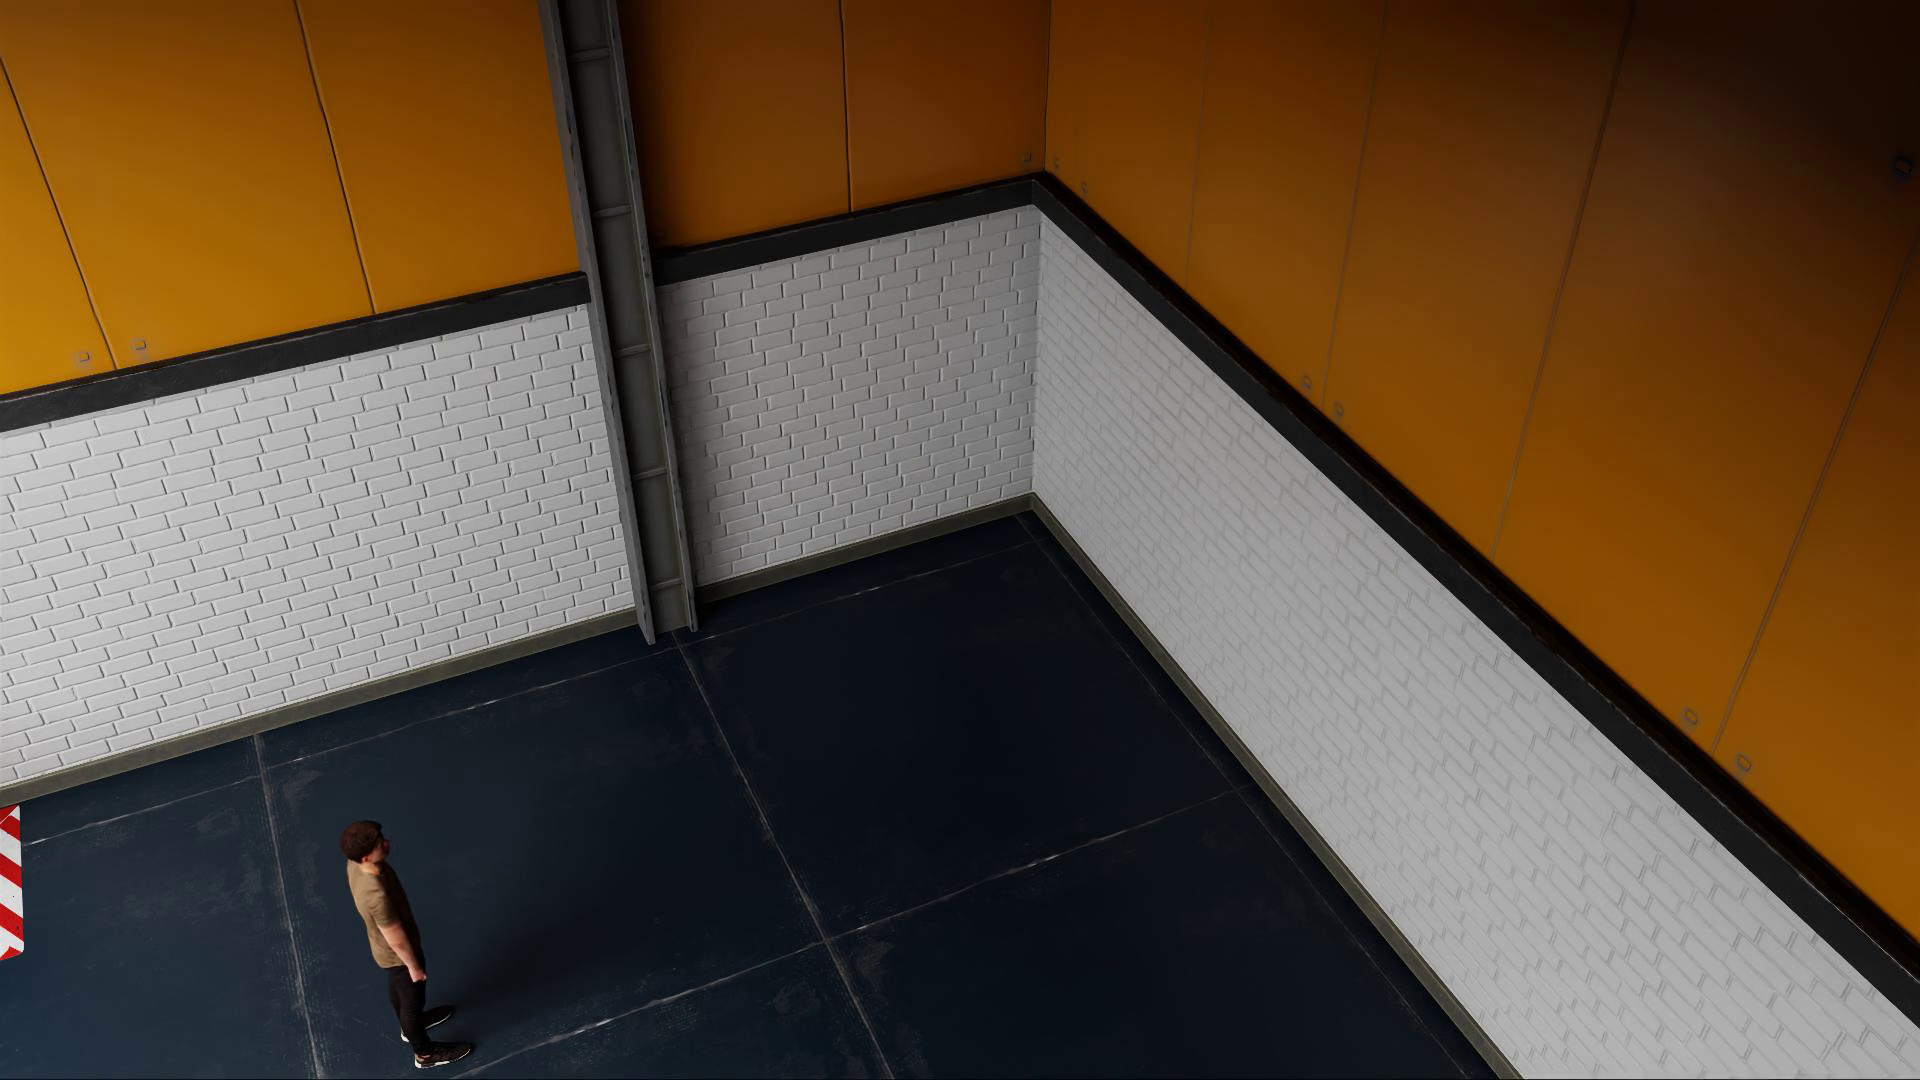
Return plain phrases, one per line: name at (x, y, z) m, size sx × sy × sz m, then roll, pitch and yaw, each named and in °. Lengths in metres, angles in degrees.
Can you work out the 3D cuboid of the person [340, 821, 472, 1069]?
person at (-3.125, 2.220, 9.202) m, size 0.583 × 1.851 × 0.676 m, roll -20°, pitch 43°, yaw -23°
